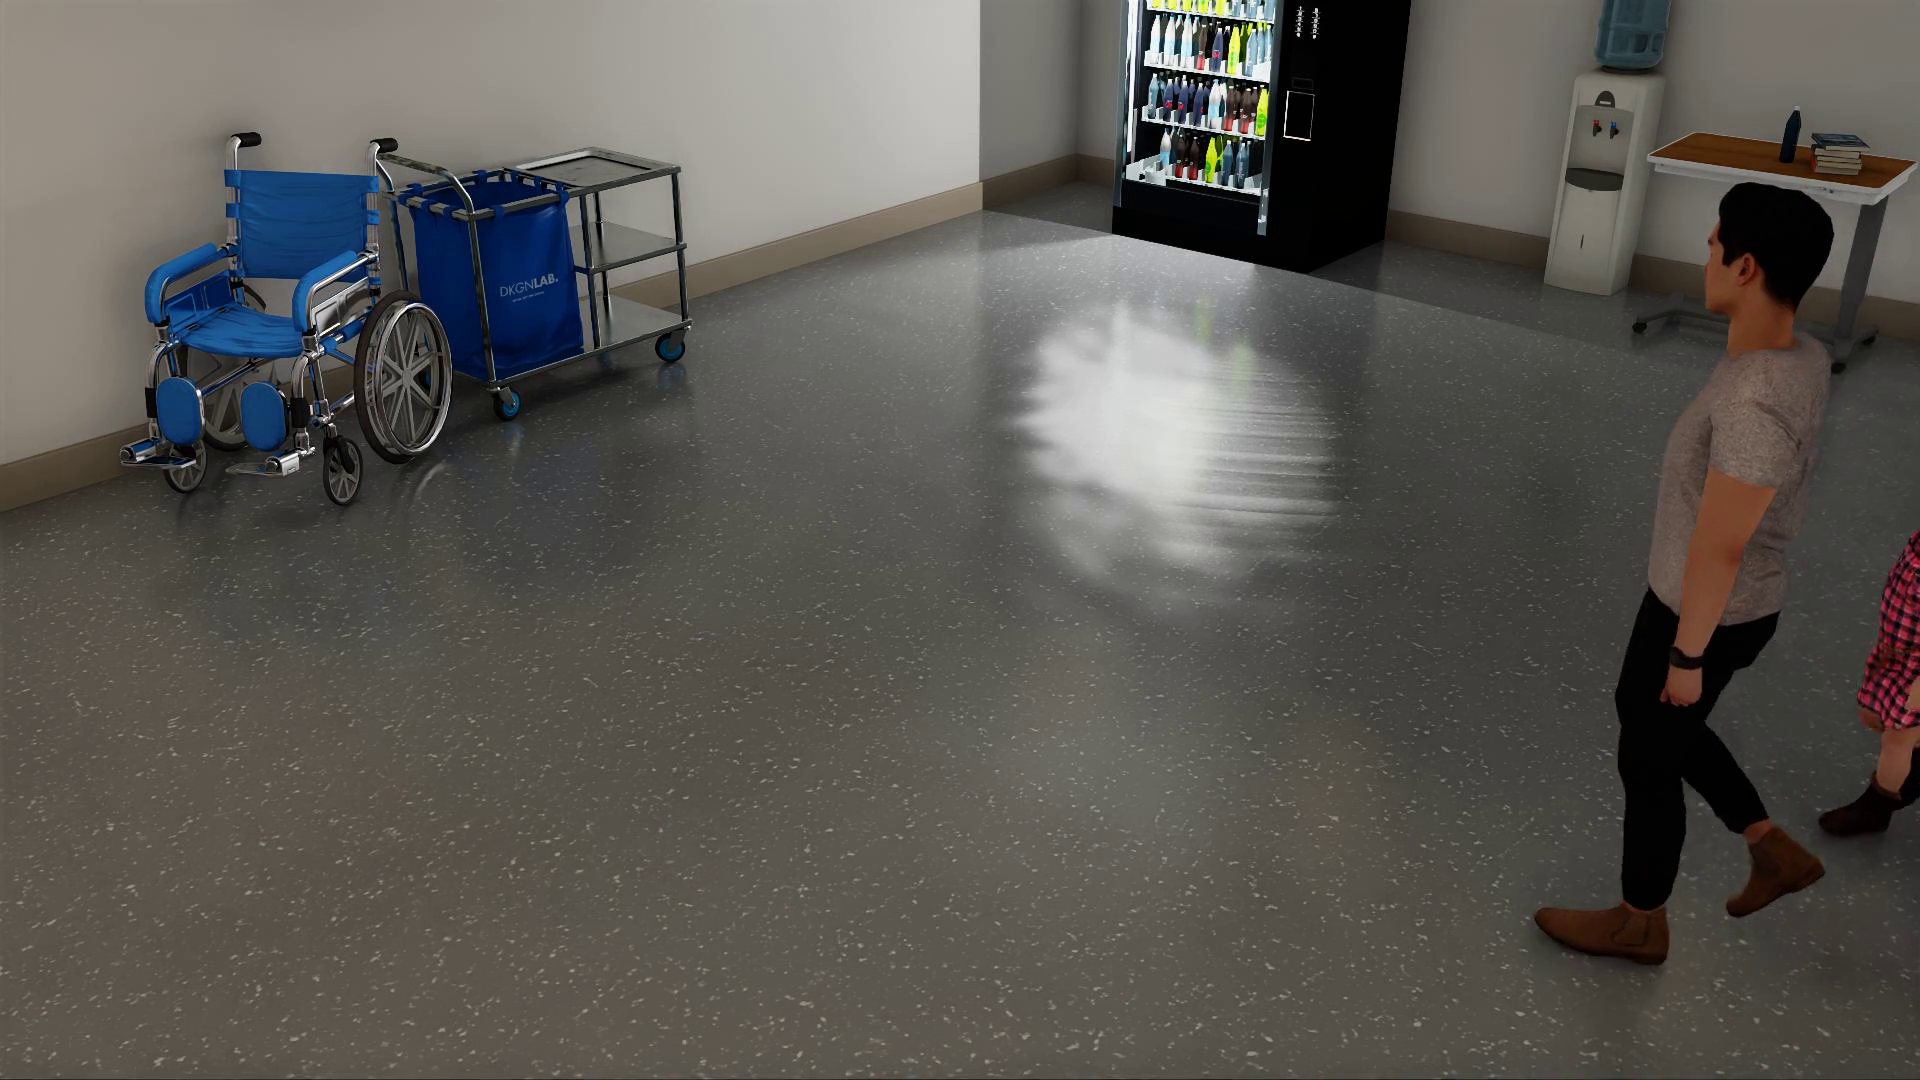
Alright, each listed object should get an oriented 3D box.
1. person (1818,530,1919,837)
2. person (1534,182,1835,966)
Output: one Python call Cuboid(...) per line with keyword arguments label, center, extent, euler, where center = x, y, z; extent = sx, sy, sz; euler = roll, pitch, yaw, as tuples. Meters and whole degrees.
Cuboid(label="person", center=(2.312, 0.272, 3.926), extent=(0.618, 1.014, 0.556), euler=(0, 26, 0))
Cuboid(label="person", center=(1.611, 0.140, 3.408), extent=(0.804, 1.702, 0.697), euler=(13, 29, 25))
